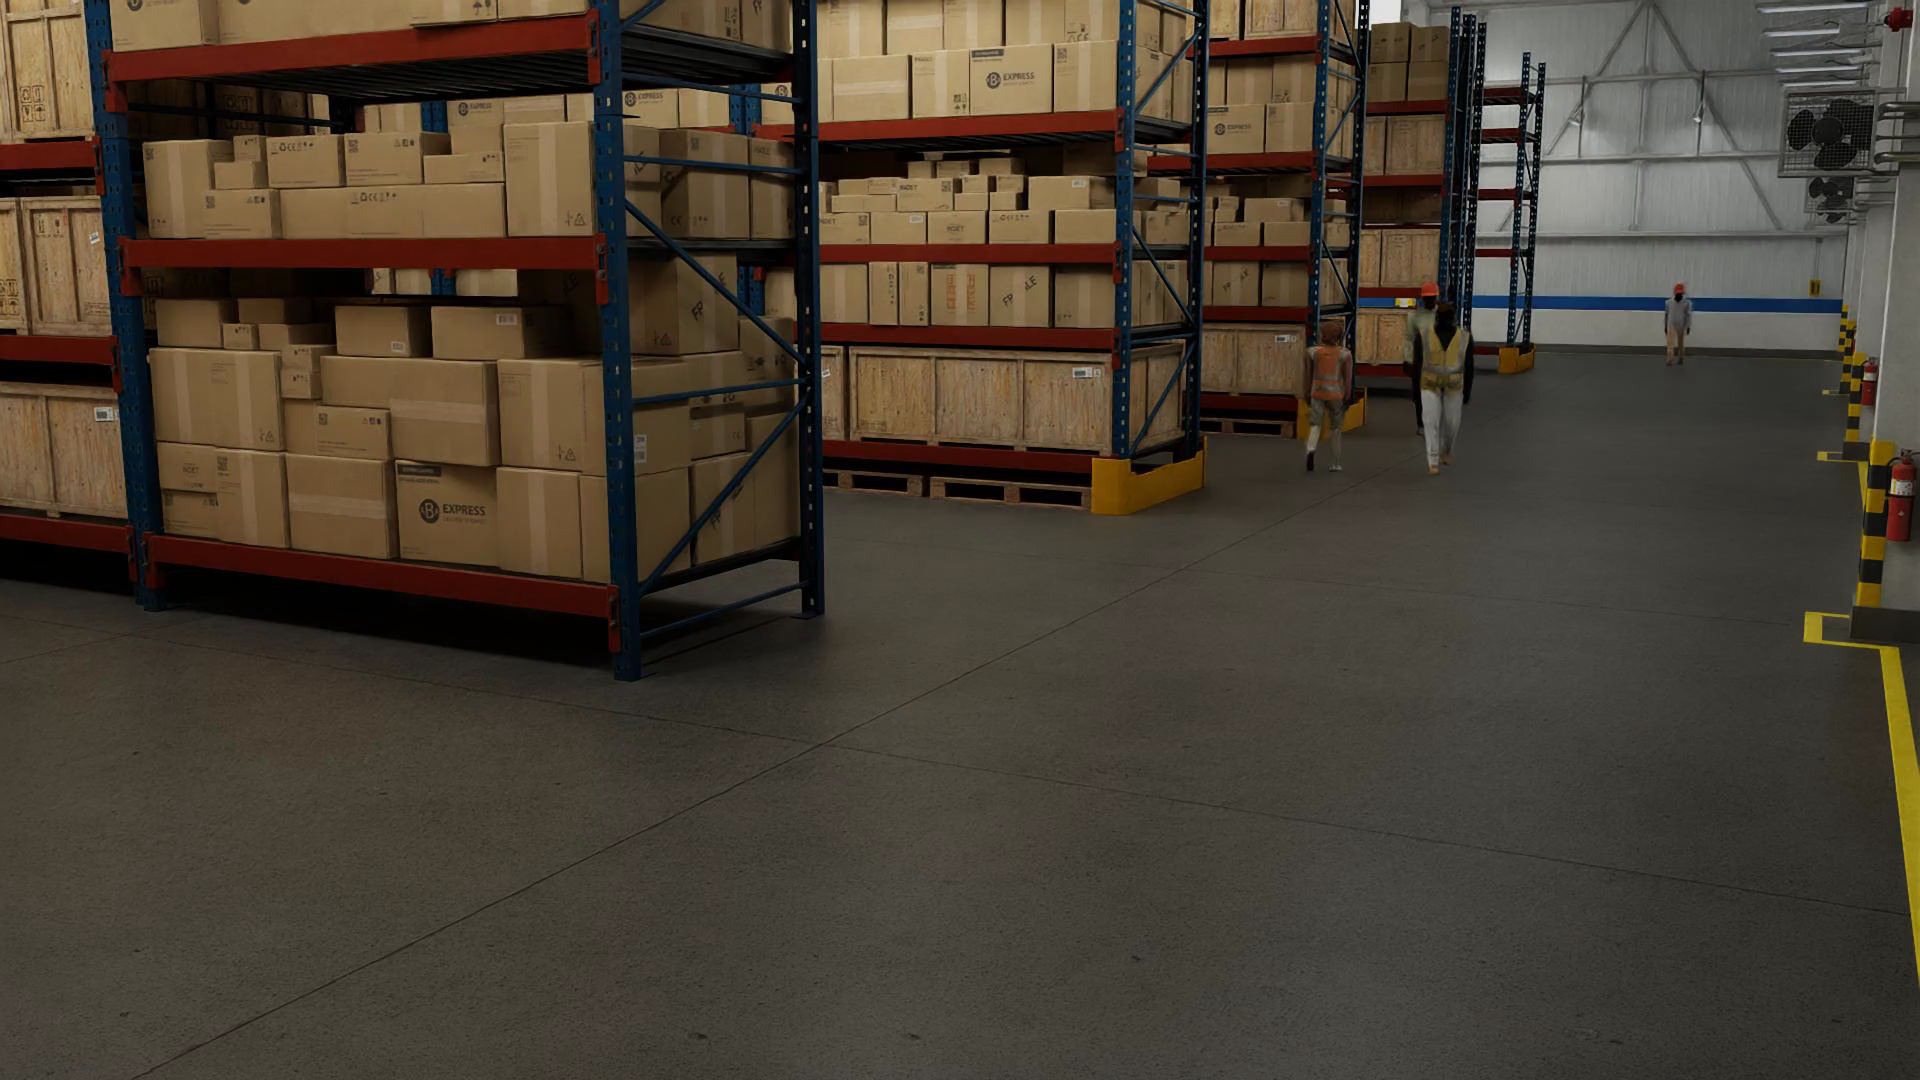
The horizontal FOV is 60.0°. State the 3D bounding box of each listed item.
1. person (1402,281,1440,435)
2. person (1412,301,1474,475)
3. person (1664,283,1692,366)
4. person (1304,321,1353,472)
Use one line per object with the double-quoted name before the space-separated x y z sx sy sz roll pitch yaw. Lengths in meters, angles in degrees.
"person" 5.960 -2.305 21.207 0.662 1.971 0.564 3 10 19
"person" 5.106 -1.612 17.638 0.637 1.831 0.544 2 10 11
"person" 14.917 -4.473 34.532 0.571 1.715 0.863 7 12 34
"person" 3.885 -1.506 17.606 0.527 1.620 0.605 5 11 25
